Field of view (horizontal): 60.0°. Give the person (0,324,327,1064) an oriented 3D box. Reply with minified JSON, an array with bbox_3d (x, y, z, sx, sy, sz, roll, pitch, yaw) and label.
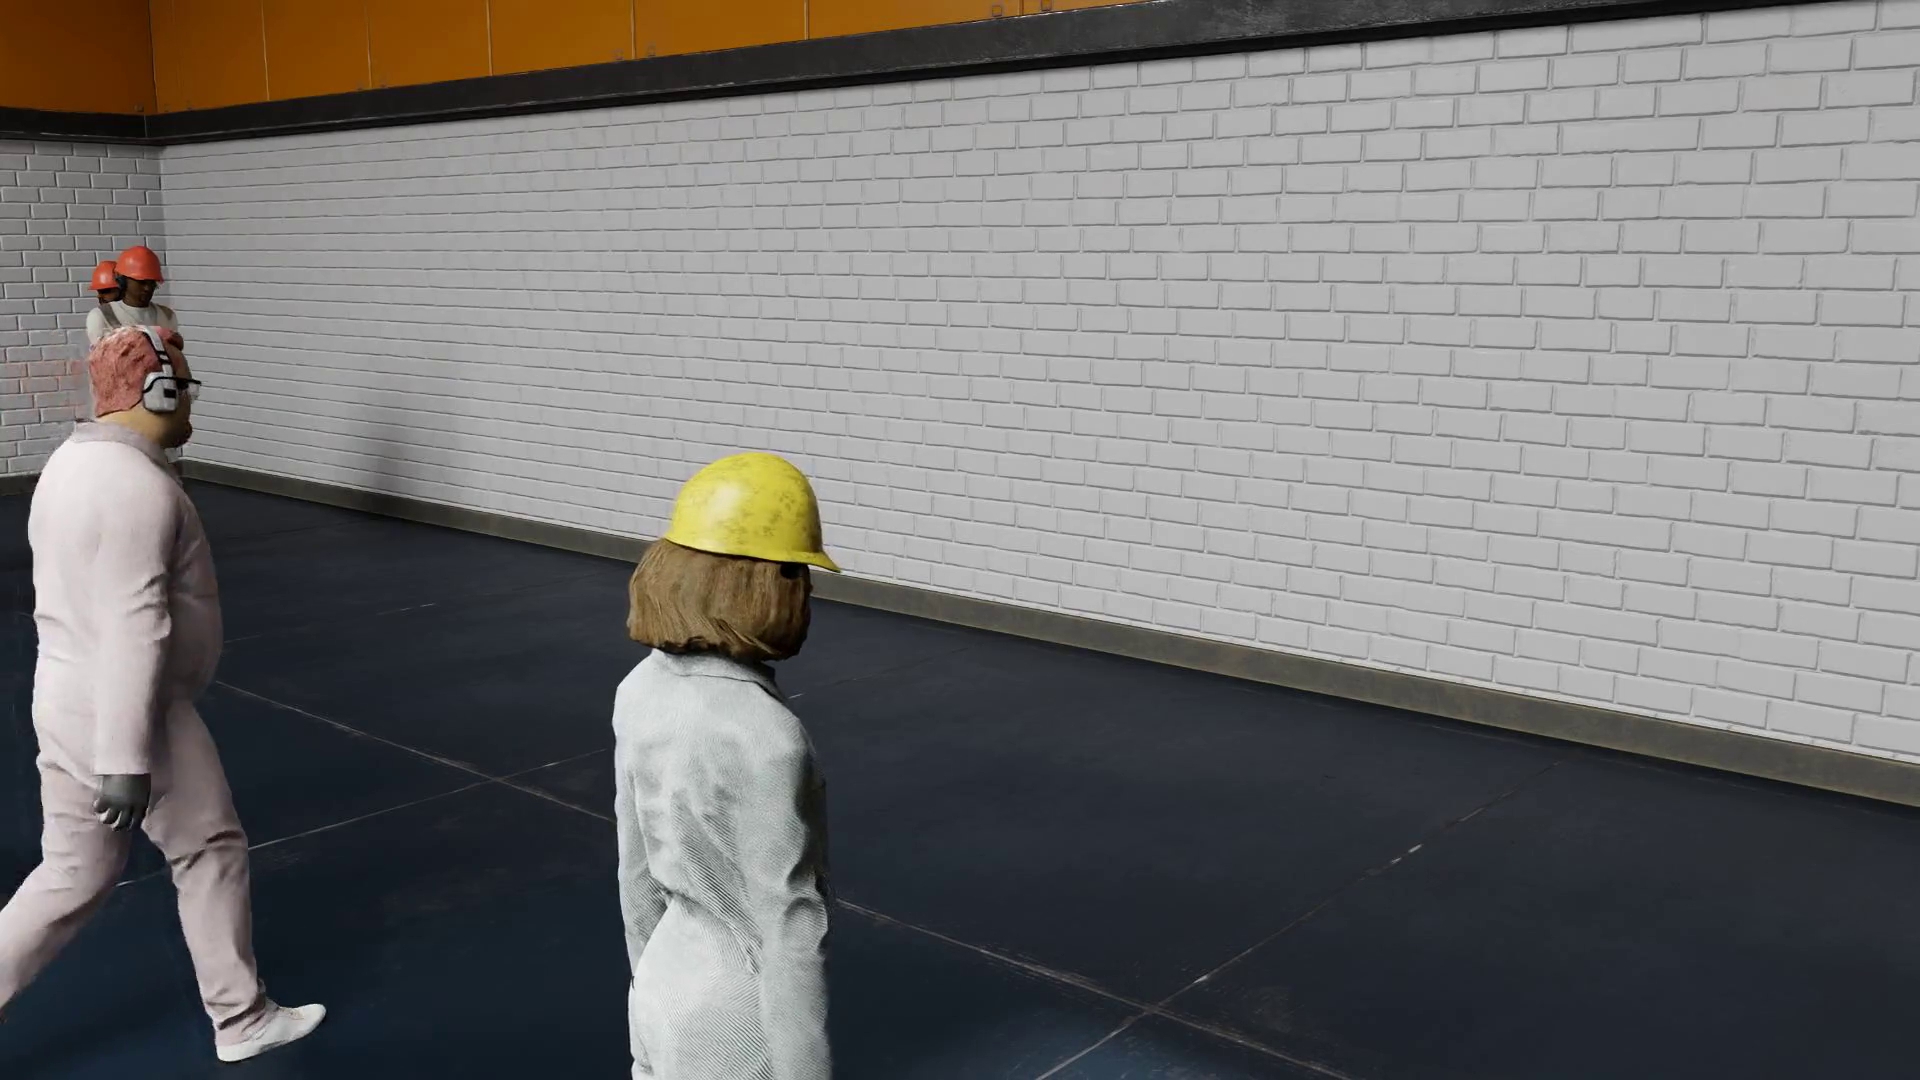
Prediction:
[{"bbox_3d":[-2.043,0.426,3.917,0.682,1.856,0.902,9,14,42],"label":"person"}]

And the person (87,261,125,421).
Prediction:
[{"bbox_3d":[-5.446,-0.838,10.844,0.544,1.939,0.354,3,10,15],"label":"person"}]

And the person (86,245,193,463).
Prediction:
[{"bbox_3d":[-5.083,-0.793,10.349,0.459,2.046,0.610,5,11,26],"label":"person"}]

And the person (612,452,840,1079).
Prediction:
[{"bbox_3d":[-0.319,0.737,2.459,0.317,1.734,0.483,-7,12,-35],"label":"person"}]
